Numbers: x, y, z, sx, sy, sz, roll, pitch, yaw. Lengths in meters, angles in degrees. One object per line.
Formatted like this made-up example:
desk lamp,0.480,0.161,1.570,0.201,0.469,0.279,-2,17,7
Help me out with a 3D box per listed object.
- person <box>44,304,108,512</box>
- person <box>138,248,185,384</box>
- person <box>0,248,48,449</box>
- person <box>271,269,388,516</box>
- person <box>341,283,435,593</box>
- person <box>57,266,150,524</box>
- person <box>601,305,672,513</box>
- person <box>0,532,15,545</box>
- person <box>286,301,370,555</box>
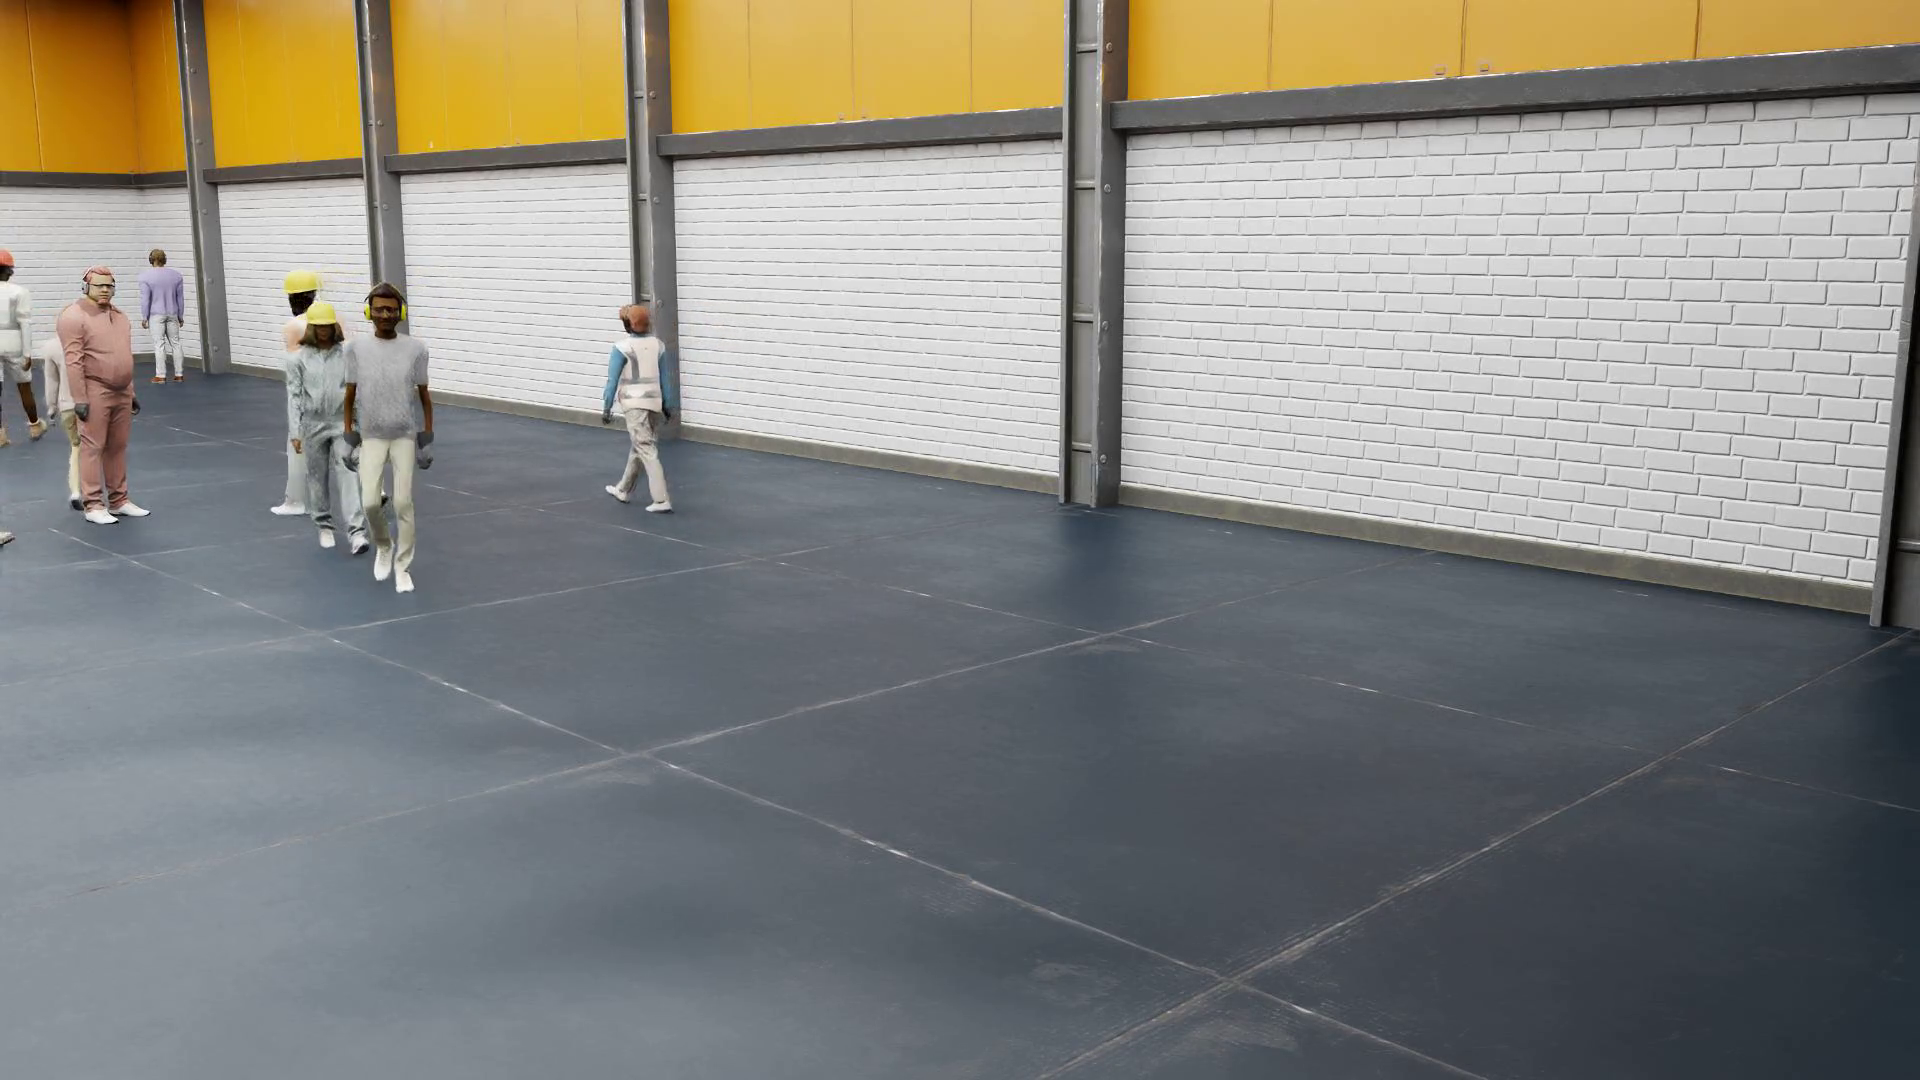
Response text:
person,-6.664,-0.992,12.680,0.532,1.618,0.352,0,10,-2
person,-11.512,-3.227,24.019,0.368,1.939,0.633,8,13,38
person,-9.721,-1.958,16.963,0.615,1.989,1.021,-3,11,-14
person,-4.807,-1.098,12.565,0.939,1.891,0.596,4,11,23
person,-3.429,-0.607,9.960,0.546,1.855,0.427,-4,11,-19
person,-6.375,-1.084,12.433,0.400,1.905,0.643,2,11,12
person,-2.533,-1.021,12.907,0.848,1.587,0.540,8,13,36
person,-7.053,-0.784,11.203,1.047,1.775,0.522,0,10,2
person,-4.223,-0.742,11.125,0.501,1.686,0.918,-6,12,-30
